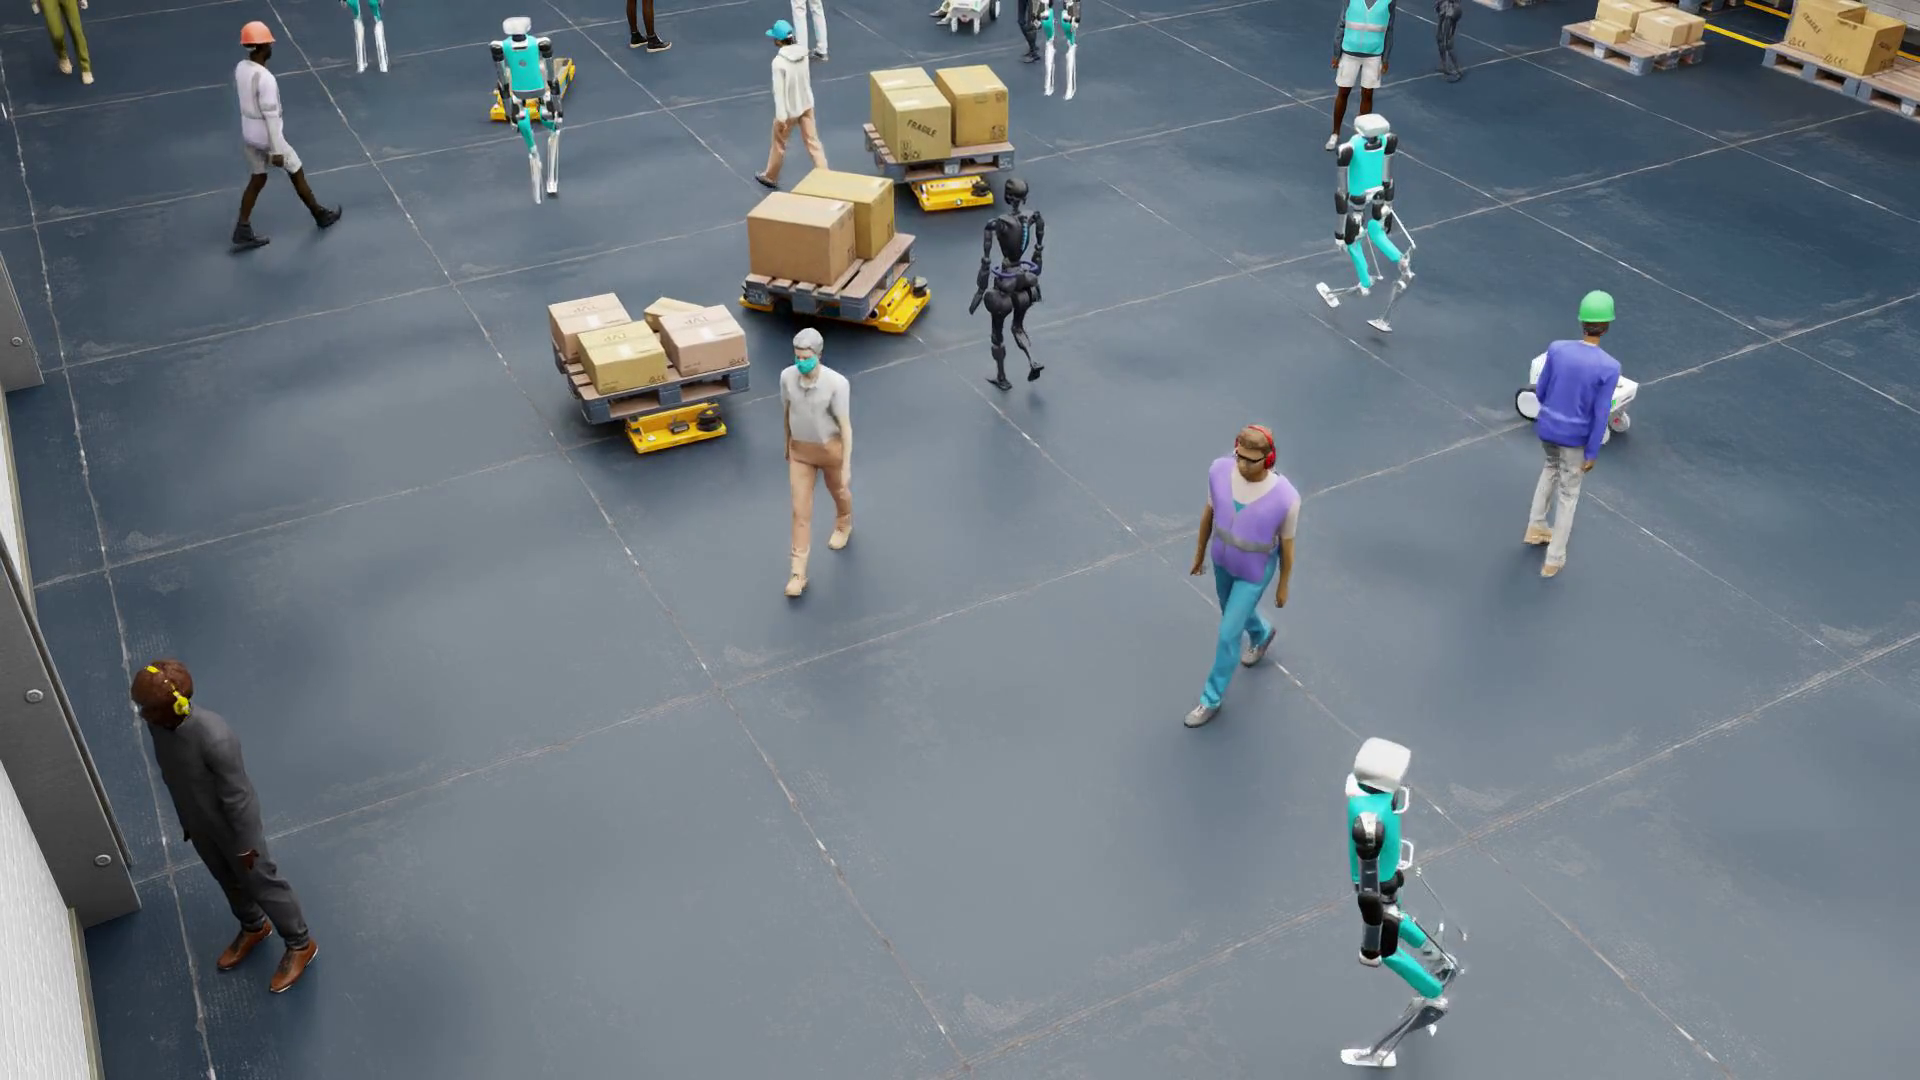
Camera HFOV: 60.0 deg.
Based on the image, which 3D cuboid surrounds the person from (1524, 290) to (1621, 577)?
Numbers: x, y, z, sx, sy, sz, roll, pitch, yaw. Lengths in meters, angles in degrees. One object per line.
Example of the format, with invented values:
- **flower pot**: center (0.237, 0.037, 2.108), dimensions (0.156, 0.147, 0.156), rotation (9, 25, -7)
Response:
- **person**: center (3.750, -0.658, 10.318), dimensions (0.483, 1.834, 0.550), rotation (27, 43, 33)

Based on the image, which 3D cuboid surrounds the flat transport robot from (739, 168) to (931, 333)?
- **flat transport robot**: center (-1.021, -2.014, 13.591), dimensions (1.431, 0.231, 0.659), rotation (11, 37, 15)

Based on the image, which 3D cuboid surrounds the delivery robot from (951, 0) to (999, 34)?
- **delivery robot**: center (0.145, -6.276, 19.435), dimensions (0.499, 0.604, 0.808), rotation (9, 36, 13)

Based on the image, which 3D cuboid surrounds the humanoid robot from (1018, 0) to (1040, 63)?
- **humanoid robot**: center (0.747, -6.071, 18.163), dimensions (0.342, 1.642, 0.608), rotation (-22, 40, -28)

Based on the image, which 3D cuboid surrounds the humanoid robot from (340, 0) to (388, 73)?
- **humanoid robot**: center (-6.454, -5.941, 17.908), dimensions (0.532, 1.786, 0.661), rotation (-9, 36, -12)

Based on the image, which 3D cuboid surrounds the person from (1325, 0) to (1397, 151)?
- **person**: center (3.858, -4.698, 15.967), dimensions (0.564, 1.939, 0.410), rotation (6, 35, 9)

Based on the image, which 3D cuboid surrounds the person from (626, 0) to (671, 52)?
- **person**: center (-3.558, -6.408, 18.388), dimensions (0.602, 1.966, 0.368), rotation (25, 42, 31)

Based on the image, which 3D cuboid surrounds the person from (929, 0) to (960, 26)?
- **person**: center (-0.137, -6.904, 19.199), dimensions (0.390, 1.846, 0.565), rotation (-8, 36, -11)

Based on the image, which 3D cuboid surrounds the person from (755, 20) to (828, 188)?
- **person**: center (-1.521, -3.903, 15.106), dimensions (0.892, 1.623, 0.466), rotation (29, 44, 35)

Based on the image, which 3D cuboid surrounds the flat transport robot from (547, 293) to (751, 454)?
- **flat transport robot**: center (-2.264, -1.107, 12.297), dimensions (0.659, 0.231, 1.431), rotation (-15, 38, -20)

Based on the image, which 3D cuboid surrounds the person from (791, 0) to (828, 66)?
- **person**: center (-1.701, -6.122, 18.068), dimensions (0.587, 1.873, 0.366), rotation (-29, 45, -35)

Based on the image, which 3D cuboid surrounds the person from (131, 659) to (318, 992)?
- **person**: center (-3.335, 1.275, 7.510), dimensions (0.487, 1.866, 0.345), rotation (17, 38, 22)

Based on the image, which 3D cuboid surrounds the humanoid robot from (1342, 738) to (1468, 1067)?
- **humanoid robot**: center (1.973, 1.638, 7.125), dimensions (0.811, 1.798, 0.530), rotation (10, 36, 14)

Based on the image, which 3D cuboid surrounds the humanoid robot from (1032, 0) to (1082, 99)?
- **humanoid robot**: center (1.039, -5.509, 17.274), dimensions (0.530, 1.761, 0.649), rotation (9, 36, 13)

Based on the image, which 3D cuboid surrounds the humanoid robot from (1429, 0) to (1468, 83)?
- **humanoid robot**: center (5.272, -5.746, 17.717), dimensions (0.531, 1.631, 0.607), rotation (7, 36, 9)

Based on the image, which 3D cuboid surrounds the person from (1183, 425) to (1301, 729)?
- **person**: center (1.585, 0.121, 9.199), dimensions (0.889, 1.814, 0.573), rotation (-29, 44, -35)

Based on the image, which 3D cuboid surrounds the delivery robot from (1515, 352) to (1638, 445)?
- **delivery robot**: center (4.460, -1.076, 12.019), dimensions (0.499, 0.614, 0.812), rotation (-27, 43, -33)

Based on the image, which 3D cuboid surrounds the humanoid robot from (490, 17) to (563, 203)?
- **humanoid robot**: center (-3.844, -3.901, 15.035), dimensions (0.538, 1.796, 0.805), rotation (-5, 35, -7)

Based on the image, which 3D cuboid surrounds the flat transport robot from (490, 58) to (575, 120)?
- **flat transport robot**: center (-4.499, -4.772, 17.529), dimensions (0.659, 0.231, 1.431), rotation (-2, 35, -2)

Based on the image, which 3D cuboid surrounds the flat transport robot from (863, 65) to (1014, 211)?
- **flat transport robot**: center (-0.203, -3.492, 15.701), dimensions (0.659, 0.231, 1.431), rotation (-9, 36, -13)

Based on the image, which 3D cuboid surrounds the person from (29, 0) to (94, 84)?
- **person**: center (-9.559, -5.758, 17.592), dimensions (0.539, 1.823, 0.453), rotation (-20, 39, -26)

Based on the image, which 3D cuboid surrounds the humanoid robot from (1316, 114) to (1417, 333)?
- **humanoid robot**: center (3.201, -2.381, 12.843), dimensions (0.556, 1.730, 1.050), rotation (-16, 38, -22)

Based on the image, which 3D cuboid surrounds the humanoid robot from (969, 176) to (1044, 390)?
- **humanoid robot**: center (0.387, -1.824, 12.098), dimensions (0.610, 1.647, 0.483), rotation (-22, 41, -28)

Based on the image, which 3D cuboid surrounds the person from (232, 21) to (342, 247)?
- **person**: center (-5.962, -3.455, 14.253), dimensions (0.591, 1.880, 1.007), rotation (25, 42, 31)

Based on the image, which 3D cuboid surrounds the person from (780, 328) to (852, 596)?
- **person**: center (-0.882, -0.545, 10.246), dimensions (0.499, 1.698, 0.901), rotation (10, 36, 13)
